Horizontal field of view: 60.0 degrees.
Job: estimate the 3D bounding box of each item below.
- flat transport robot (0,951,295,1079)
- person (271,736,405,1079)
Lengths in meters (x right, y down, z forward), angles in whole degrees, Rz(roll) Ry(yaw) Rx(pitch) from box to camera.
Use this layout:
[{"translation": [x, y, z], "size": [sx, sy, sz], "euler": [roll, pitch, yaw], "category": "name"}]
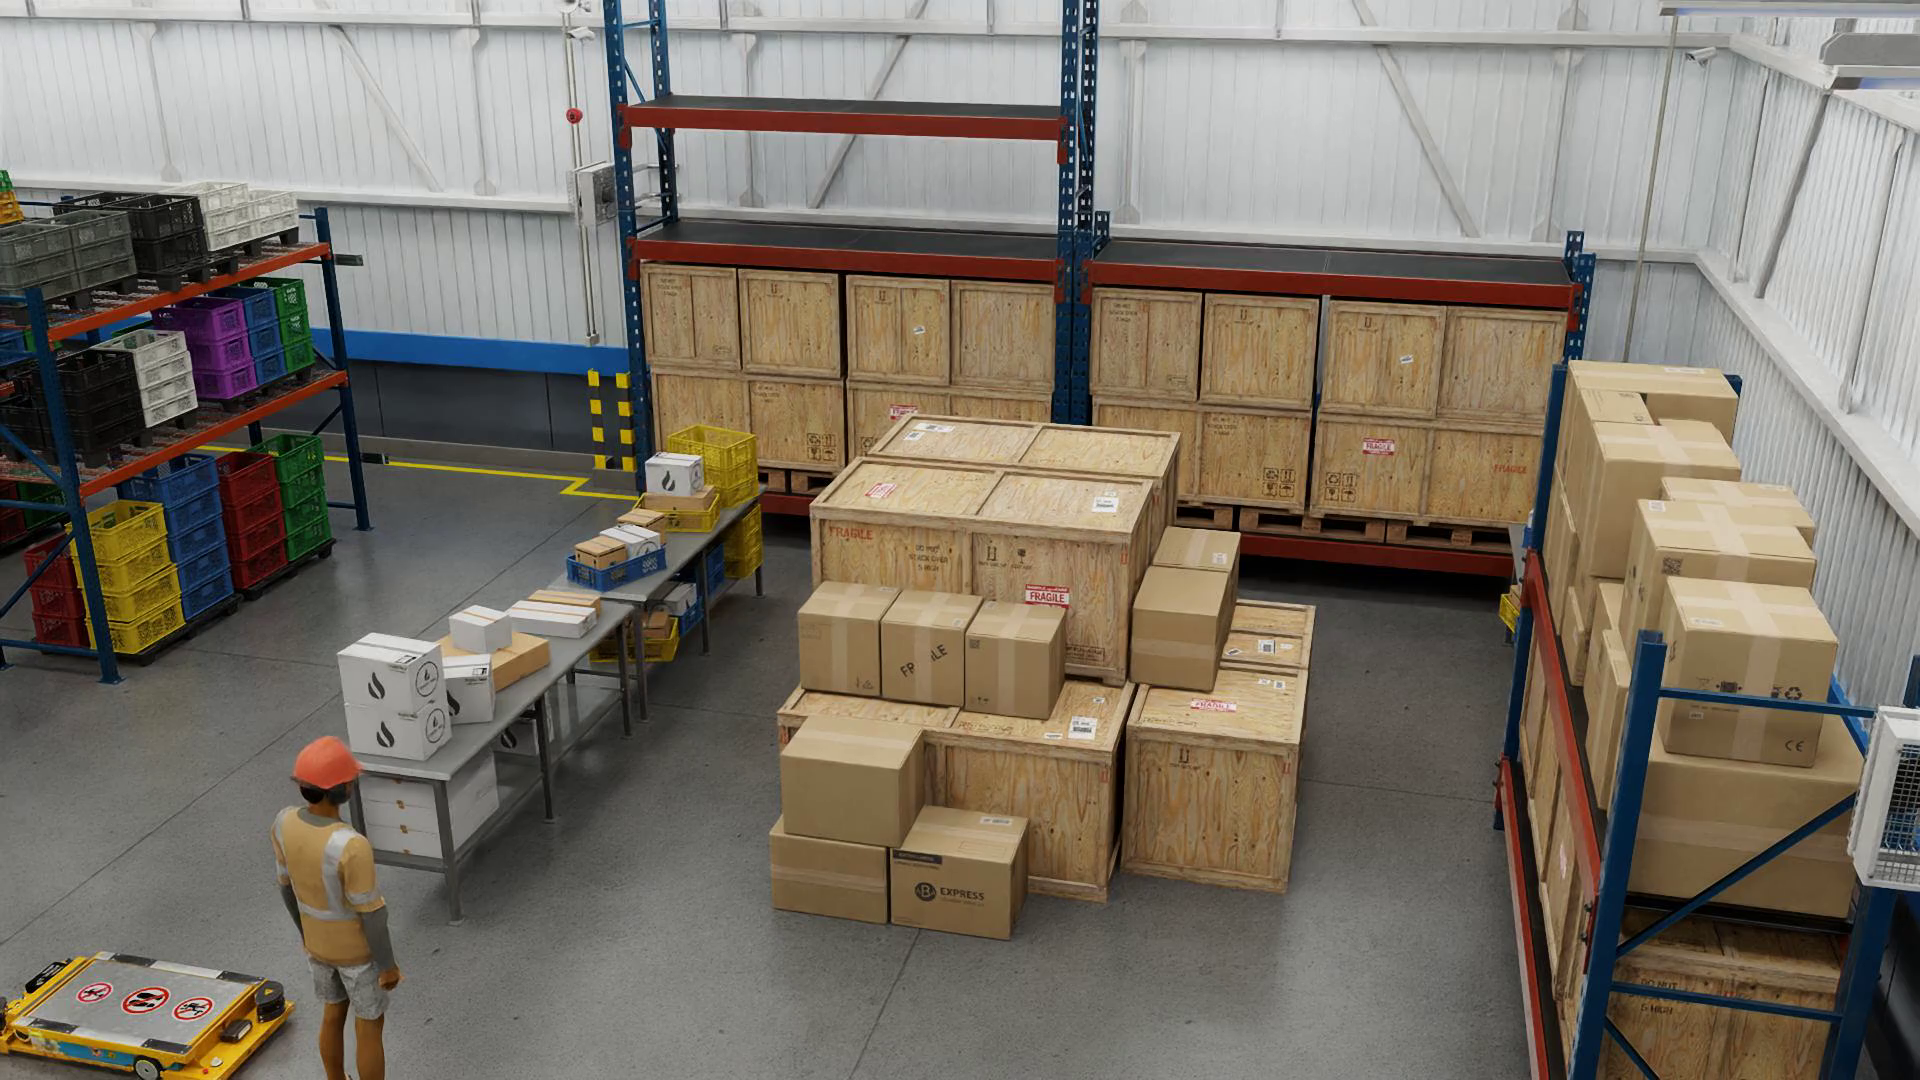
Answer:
[{"translation": [-4.270, 2.464, 8.601], "size": [1.431, 0.231, 0.659], "euler": [5, 22, 13], "category": "flat transport robot"}, {"translation": [-2.839, 1.846, 7.736], "size": [0.615, 2.039, 0.382], "euler": [12, 24, 29], "category": "person"}]
